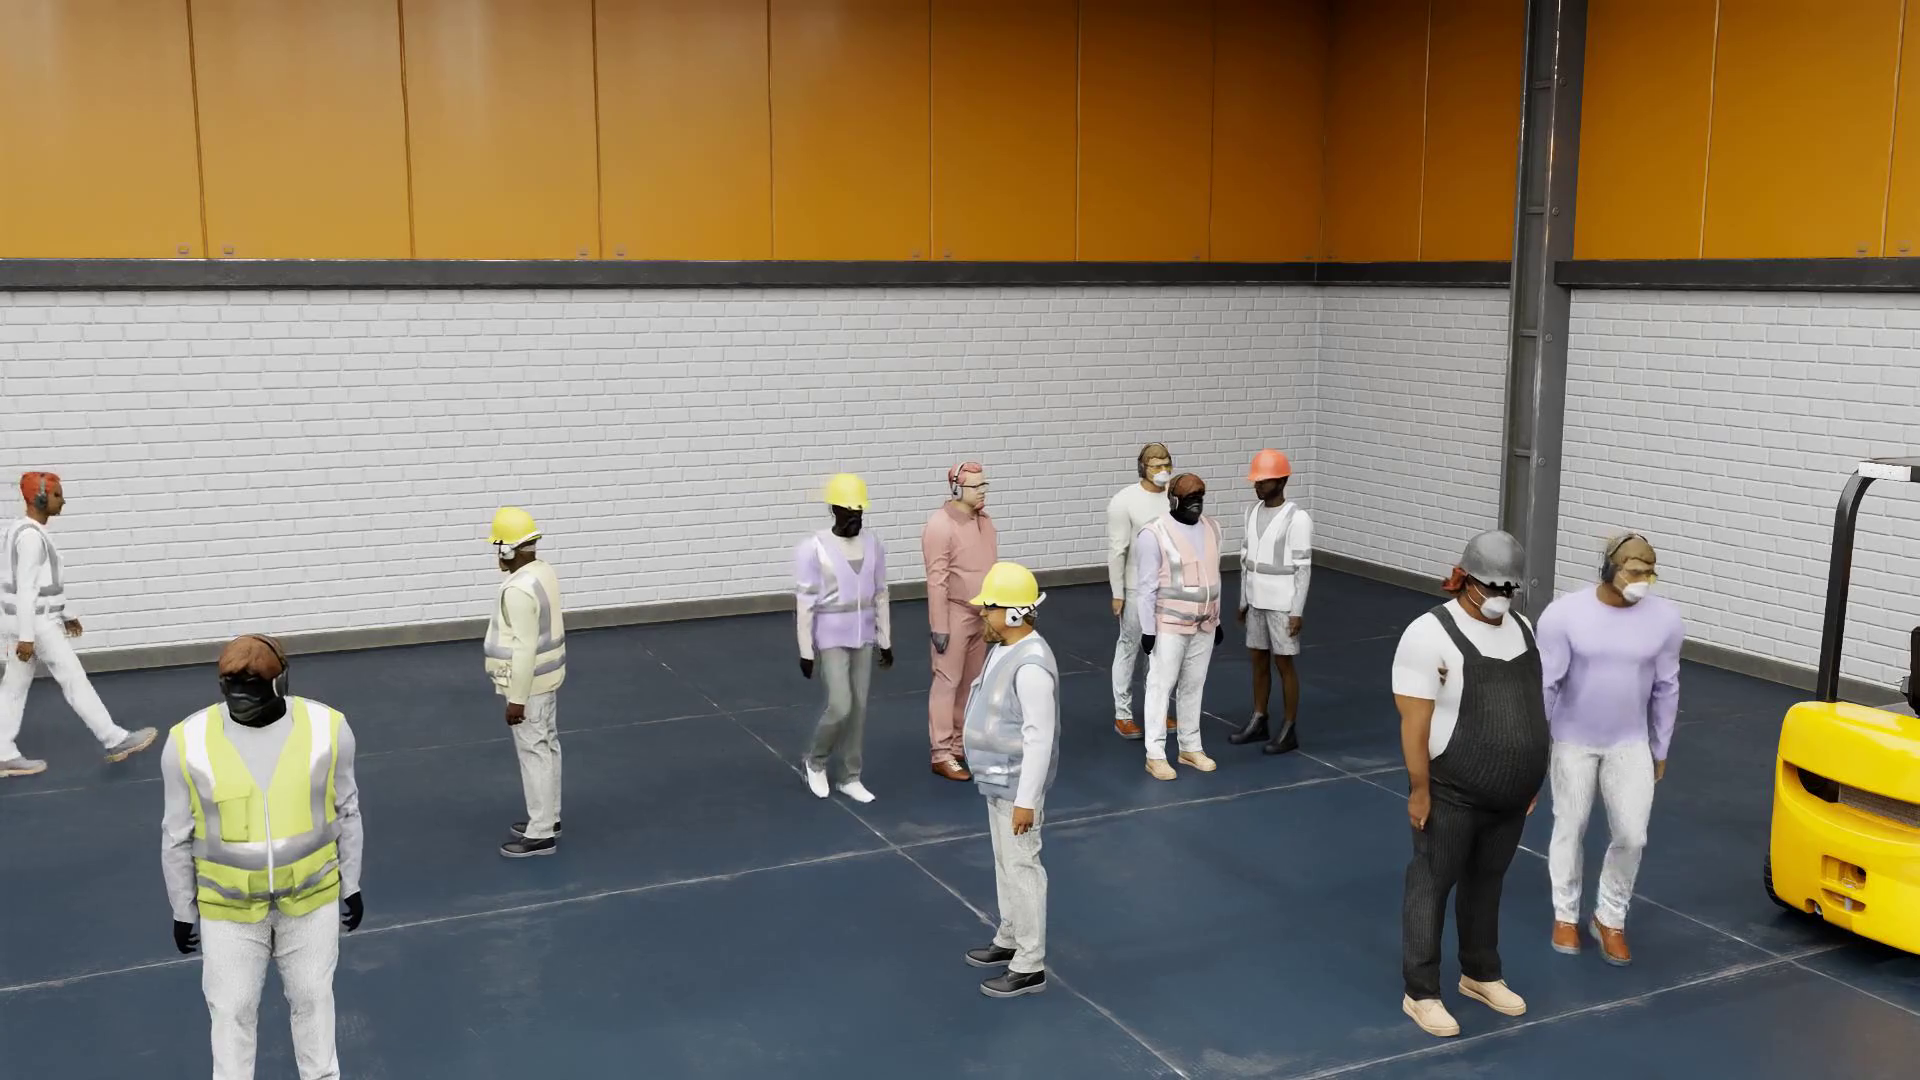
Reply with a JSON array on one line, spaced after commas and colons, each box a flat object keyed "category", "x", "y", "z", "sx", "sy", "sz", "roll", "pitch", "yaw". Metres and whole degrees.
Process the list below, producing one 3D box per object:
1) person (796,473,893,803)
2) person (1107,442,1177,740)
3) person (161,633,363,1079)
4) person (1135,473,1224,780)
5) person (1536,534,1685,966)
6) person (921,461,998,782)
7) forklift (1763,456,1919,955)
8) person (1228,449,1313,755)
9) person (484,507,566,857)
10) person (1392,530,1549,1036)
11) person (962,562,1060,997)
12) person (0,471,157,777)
[{"category": "person", "x": -0.642, "y": 0.566, "z": 9.478, "sx": 0.586, "sy": 1.914, "sz": 0.408, "roll": -8, "pitch": 12, "yaw": -41}, {"category": "person", "x": 1.246, "y": 0.322, "z": 10.887, "sx": 0.629, "sy": 1.939, "sz": 0.374, "roll": -5, "pitch": 10, "yaw": -28}, {"category": "person", "x": -2.344, "y": 1.221, "z": 5.648, "sx": 0.637, "sy": 1.841, "sz": 0.429, "roll": -4, "pitch": 10, "yaw": -25}, {"category": "person", "x": 1.346, "y": 0.510, "z": 10.022, "sx": 0.634, "sy": 1.842, "sz": 0.429, "roll": -6, "pitch": 11, "yaw": -33}, {"category": "person", "x": 2.799, "y": 0.919, "z": 7.278, "sx": 0.681, "sy": 1.913, "sz": 0.583, "roll": 2, "pitch": 9, "yaw": 11}, {"category": "person", "x": 0.039, "y": 0.473, "z": 10.047, "sx": 0.399, "sy": 1.909, "sz": 0.642, "roll": 6, "pitch": 11, "yaw": 31}, {"category": "forklift", "x": 4.857, "y": 0.731, "z": 7.561, "sx": 2.313, "sy": 2.155, "sz": 1.214, "roll": -4, "pitch": 10, "yaw": -25}, {"category": "person", "x": 1.948, "y": 0.385, "z": 10.506, "sx": 0.378, "sy": 1.933, "sz": 0.551, "roll": -6, "pitch": 11, "yaw": -32}, {"category": "person", "x": -2.265, "y": 0.734, "z": 8.672, "sx": 0.404, "sy": 1.829, "sz": 0.591, "roll": 0, "pitch": 9, "yaw": -2}, {"category": "person", "x": 2.092, "y": 0.950, "z": 6.672, "sx": 0.674, "sy": 2.000, "sz": 0.535, "roll": -5, "pitch": 10, "yaw": -28}, {"category": "person", "x": 0.211, "y": 0.997, "z": 7.023, "sx": 0.404, "sy": 1.831, "sz": 0.600, "roll": -2, "pitch": 9, "yaw": -10}, {"category": "person", "x": -5.465, "y": 0.496, "z": 10.109, "sx": 0.965, "sy": 1.836, "sz": 0.575, "roll": -7, "pitch": 11, "yaw": -35}]
